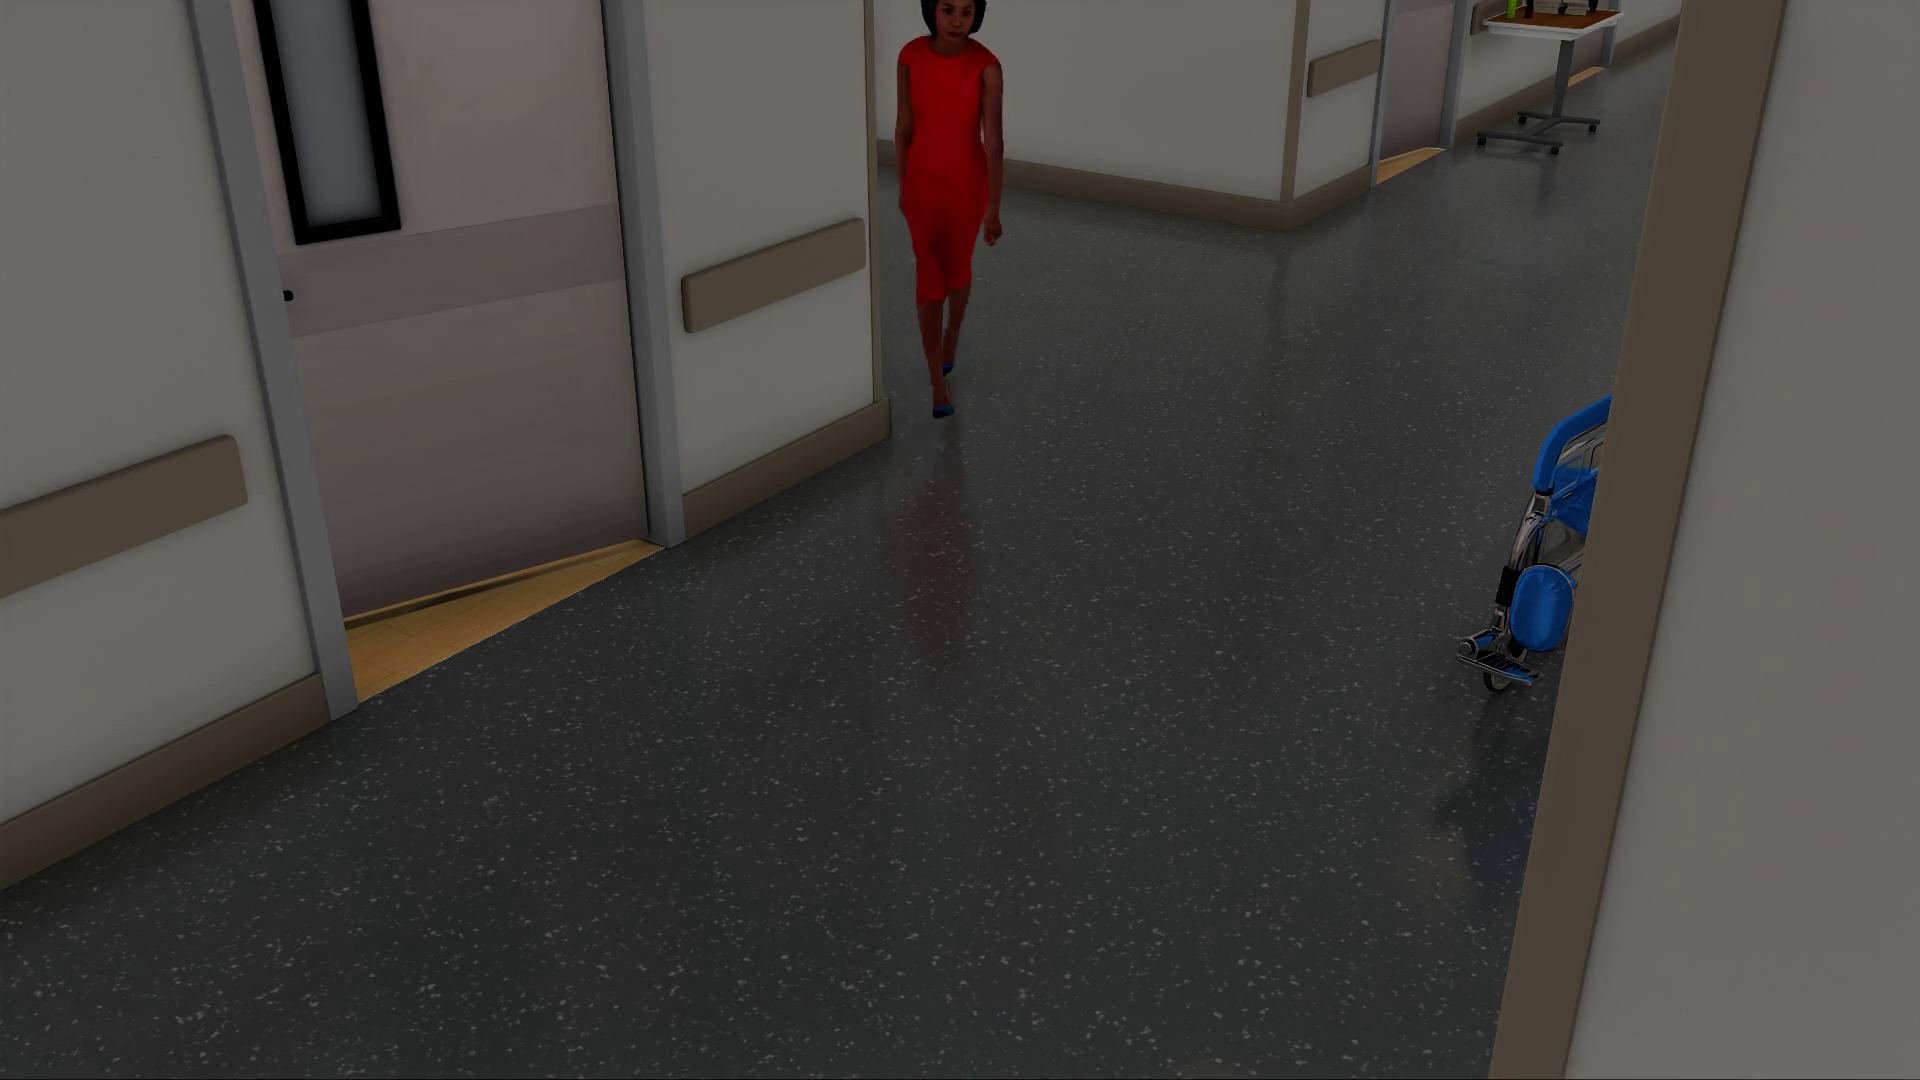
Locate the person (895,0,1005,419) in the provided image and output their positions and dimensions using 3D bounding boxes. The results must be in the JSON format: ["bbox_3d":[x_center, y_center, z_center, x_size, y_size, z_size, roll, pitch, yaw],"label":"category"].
[{"bbox_3d":[-0.059,-1.363,6.575,0.943,1.682,1.148,5,26,10],"label":"person"}]
